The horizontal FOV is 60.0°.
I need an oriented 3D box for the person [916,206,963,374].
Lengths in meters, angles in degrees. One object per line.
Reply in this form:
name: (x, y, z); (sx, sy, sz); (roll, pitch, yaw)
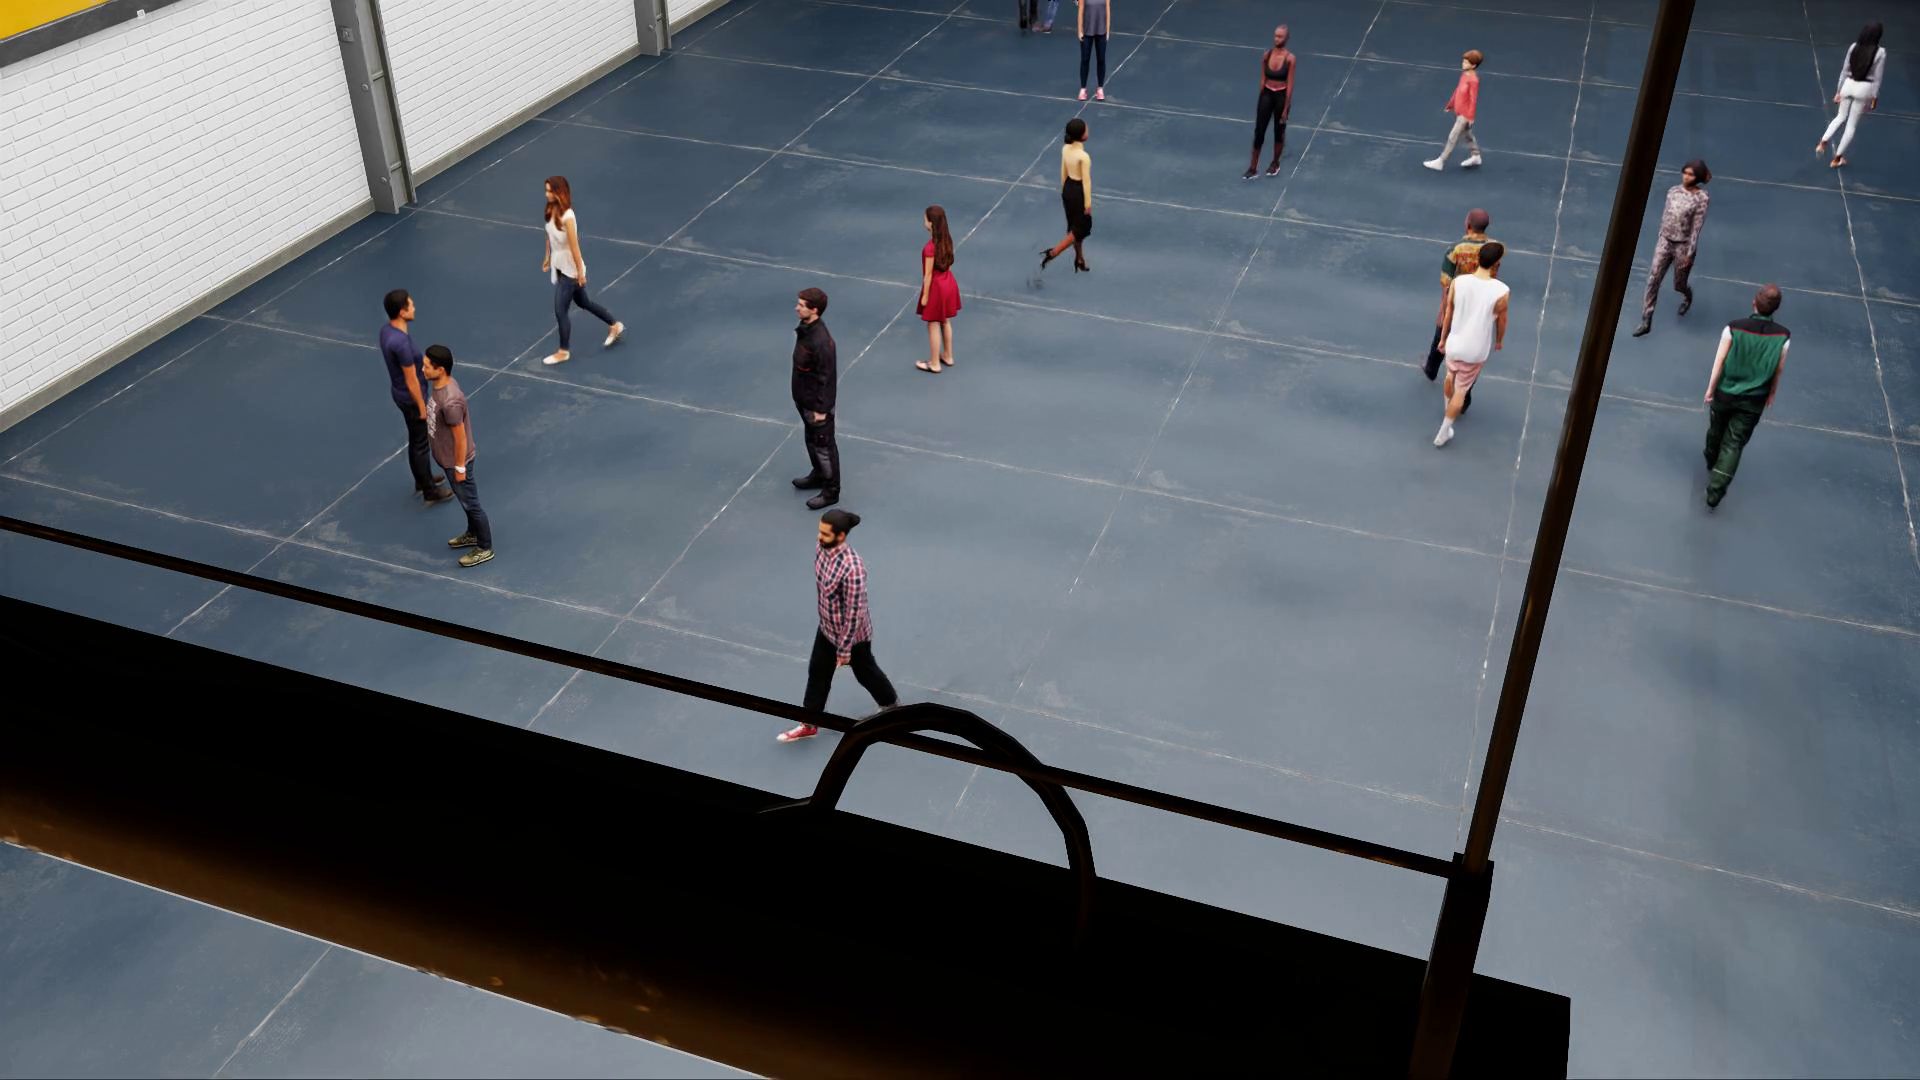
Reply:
person: (-0.190, -2.267, 14.995); (0.669, 1.551, 0.599); (19, 38, 27)

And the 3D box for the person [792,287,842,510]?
person: (-1.120, -1.131, 13.026); (0.844, 1.839, 0.768); (-13, 36, -18)

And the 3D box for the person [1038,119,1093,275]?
person: (1.099, -3.365, 16.568); (0.970, 1.637, 0.872); (-20, 38, -27)

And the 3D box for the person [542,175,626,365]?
person: (-3.473, -2.483, 15.138); (1.127, 1.751, 1.007); (-18, 38, -25)

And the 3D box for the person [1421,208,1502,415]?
person: (4.367, -1.931, 14.304); (1.032, 1.756, 1.283); (-3, 34, -5)

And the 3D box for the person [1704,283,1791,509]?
person: (6.109, -1.104, 13.023); (0.718, 1.797, 1.175); (14, 36, 20)

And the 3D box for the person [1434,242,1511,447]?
person: (4.172, -1.571, 13.769); (0.795, 1.749, 1.027); (20, 39, 27)

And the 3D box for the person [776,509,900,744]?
person: (-0.668, 0.544, 10.610); (1.208, 1.722, 1.066); (-21, 39, -29)

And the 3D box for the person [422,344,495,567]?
person: (-3.732, -0.645, 12.349); (0.755, 1.779, 0.710); (-17, 37, -23)

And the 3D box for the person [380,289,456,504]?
person: (-4.319, -1.123, 13.061); (0.767, 1.787, 0.720); (-16, 37, -23)

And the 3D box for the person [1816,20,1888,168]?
person: (10.245, -5.096, 19.105); (0.885, 1.712, 0.810); (-20, 39, -27)

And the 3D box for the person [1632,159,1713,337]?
person: (6.767, -2.746, 15.585); (1.134, 1.696, 0.930); (-25, 41, -32)

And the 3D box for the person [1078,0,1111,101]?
person: (1.701, -6.468, 21.159); (0.623, 1.724, 0.631); (0, 34, -1)

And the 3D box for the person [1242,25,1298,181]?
person: (3.639, -5.000, 18.938); (0.671, 1.737, 1.017); (16, 37, 22)

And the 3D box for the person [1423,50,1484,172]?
person: (5.877, -4.931, 19.154); (0.818, 1.383, 0.954); (-1, 34, -1)

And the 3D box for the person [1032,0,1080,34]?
person: (1.626, -7.997, 23.384); (1.167, 1.807, 1.219); (-8, 35, -12)
